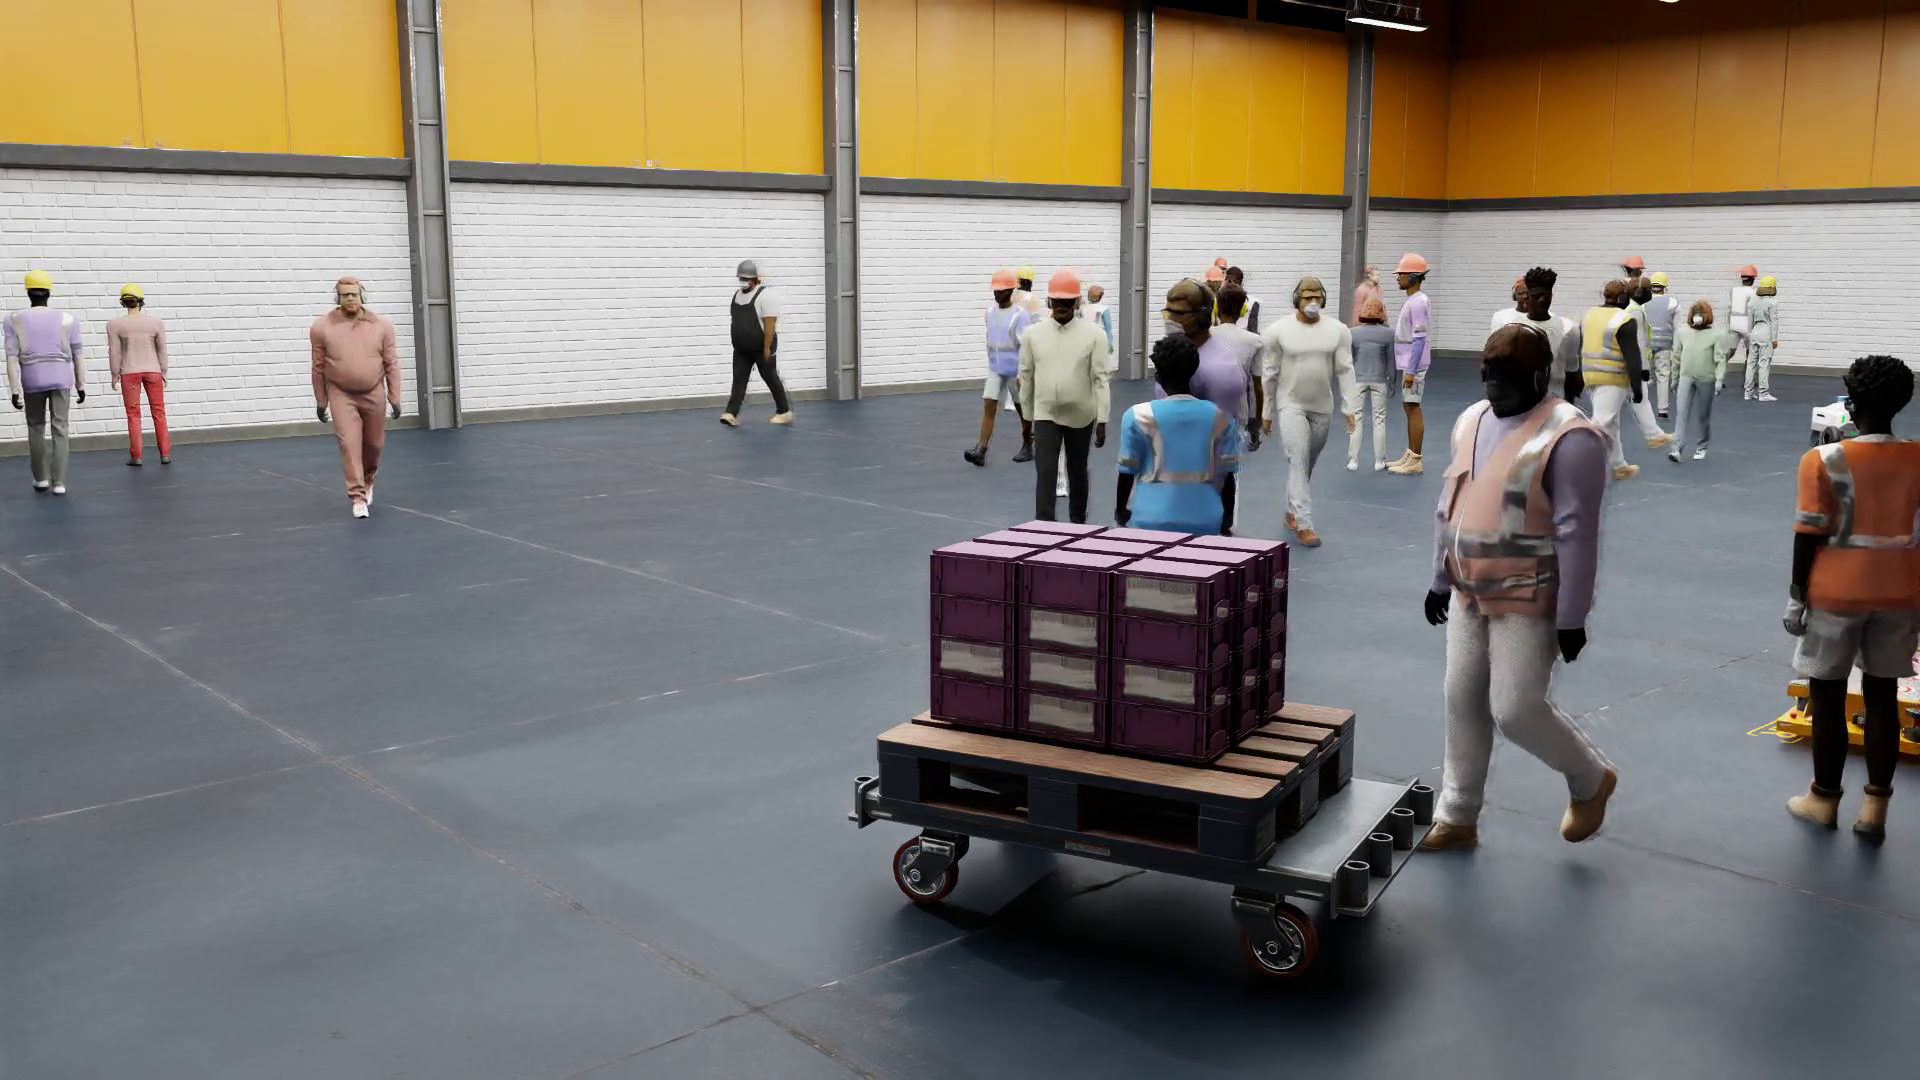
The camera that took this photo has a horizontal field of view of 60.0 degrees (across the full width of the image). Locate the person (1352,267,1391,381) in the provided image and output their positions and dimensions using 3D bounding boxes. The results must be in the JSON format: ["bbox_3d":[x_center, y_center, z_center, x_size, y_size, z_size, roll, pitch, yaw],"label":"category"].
[{"bbox_3d":[6.695,-3.520,27.114,1.014,1.855,0.643,8,13,41],"label":"person"}]

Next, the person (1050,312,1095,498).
[{"bbox_3d":[0.875,-1.206,14.264,0.514,1.604,0.827,-2,10,-10],"label":"person"}]

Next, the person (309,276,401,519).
[{"bbox_3d":[-4.771,-1.148,13.147,0.647,1.875,0.914,-5,11,-26],"label":"person"}]

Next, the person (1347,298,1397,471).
[{"bbox_3d":[3.866,-1.467,15.719,0.508,1.632,0.271,3,10,15],"label":"person"}]

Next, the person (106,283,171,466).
[{"bbox_3d":[-7.930,-1.591,16.070,0.525,1.765,0.329,-7,12,-36],"label":"person"}]

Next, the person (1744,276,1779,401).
[{"bbox_3d":[11.299,-2.831,23.385,0.296,1.745,0.485,-4,10,-22],"label":"person"}]

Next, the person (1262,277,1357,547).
[{"bbox_3d":[2.483,-0.938,11.926,0.649,1.883,1.063,-1,10,-5],"label":"person"}]

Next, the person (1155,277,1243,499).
[{"bbox_3d":[1.028,-0.226,7.580,0.490,1.927,0.685,-3,10,-18],"label":"person"}]

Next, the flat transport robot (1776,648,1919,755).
[{"bbox_3d":[4.109,0.660,7.249,0.652,0.197,1.431,8,13,40],"label":"flat transport robot"}]

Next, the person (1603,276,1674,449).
[{"bbox_3d":[7.078,-1.818,17.266,0.918,1.798,0.660,3,10,17],"label":"person"}]

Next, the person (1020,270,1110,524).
[{"bbox_3d":[0.710,-0.848,11.246,0.626,1.937,1.051,2,10,10],"label":"person"}]

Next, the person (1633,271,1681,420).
[{"bbox_3d":[8.585,-2.395,20.570,0.600,1.830,0.403,4,10,22],"label":"person"}]

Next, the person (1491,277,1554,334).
[{"bbox_3d":[5.214,-1.520,15.435,0.589,1.844,0.964,2,10,14],"label":"person"}]

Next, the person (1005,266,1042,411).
[{"bbox_3d":[0.899,-2.653,21.943,0.979,1.876,0.604,-9,13,-41],"label":"person"}]

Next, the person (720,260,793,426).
[{"bbox_3d":[-2.443,-2.374,19.841,0.721,2.000,1.046,7,12,34],"label":"person"}]

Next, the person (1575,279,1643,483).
[{"bbox_3d":[5.878,-1.401,14.797,0.856,1.811,0.660,-3,10,-16],"label":"person"}]

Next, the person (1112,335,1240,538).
[{"bbox_3d":[0.952,-0.063,7.366,0.538,1.673,0.420,-2,10,-13],"label":"person"}]

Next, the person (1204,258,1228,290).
[{"bbox_3d":[4.280,-3.649,27.438,0.608,1.995,0.377,-1,10,-4],"label":"person"}]

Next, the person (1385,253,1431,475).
[{"bbox_3d":[4.163,-1.622,15.426,0.381,2.045,0.605,2,10,11],"label":"person"}]

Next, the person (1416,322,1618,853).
[{"bbox_3d":[1.872,0.183,5.553,0.611,1.816,0.700,-3,10,-18],"label":"person"}]

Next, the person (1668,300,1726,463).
[{"bbox_3d":[7.226,-1.551,16.320,0.520,1.579,0.845,7,12,36],"label":"person"}]

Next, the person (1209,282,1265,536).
[{"bbox_3d":[1.727,-0.764,10.991,0.562,1.844,0.511,0,10,3],"label":"person"}]

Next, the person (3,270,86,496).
[{"bbox_3d":[-7.818,-1.345,14.230,0.606,1.889,0.857,-6,12,-33],"label":"person"}]

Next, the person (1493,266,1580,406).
[{"bbox_3d":[3.979,-0.919,11.574,0.626,1.945,0.566,2,10,13],"label":"person"}]

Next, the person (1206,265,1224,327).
[{"bbox_3d":[3.186,-2.519,21.084,0.552,1.915,0.873,1,10,7],"label":"person"}]

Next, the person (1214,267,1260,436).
[{"bbox_3d":[2.961,-2.056,18.386,0.621,1.893,0.788,9,13,41],"label":"person"}]

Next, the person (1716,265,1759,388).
[{"bbox_3d":[11.932,-3.261,25.458,0.956,1.904,0.554,-5,11,-27],"label":"person"}]

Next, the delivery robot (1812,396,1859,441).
[{"bbox_3d":[9.218,-1.258,17.376,0.477,0.478,0.707,0,10,3],"label":"delivery robot"}]

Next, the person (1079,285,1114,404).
[{"bbox_3d":[1.845,-2.658,22.712,0.527,1.628,0.364,9,13,44],"label":"person"}]

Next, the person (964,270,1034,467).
[{"bbox_3d":[0.432,-1.652,16.068,0.560,1.877,1.045,7,12,36],"label":"person"}]

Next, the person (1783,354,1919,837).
[{"bbox_3d":[3.135,0.207,5.772,0.539,1.692,0.387,0,10,1],"label":"person"}]

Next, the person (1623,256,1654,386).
[{"bbox_3d":[10.481,-3.385,25.835,0.857,2.009,0.661,-1,10,-5],"label":"person"}]
